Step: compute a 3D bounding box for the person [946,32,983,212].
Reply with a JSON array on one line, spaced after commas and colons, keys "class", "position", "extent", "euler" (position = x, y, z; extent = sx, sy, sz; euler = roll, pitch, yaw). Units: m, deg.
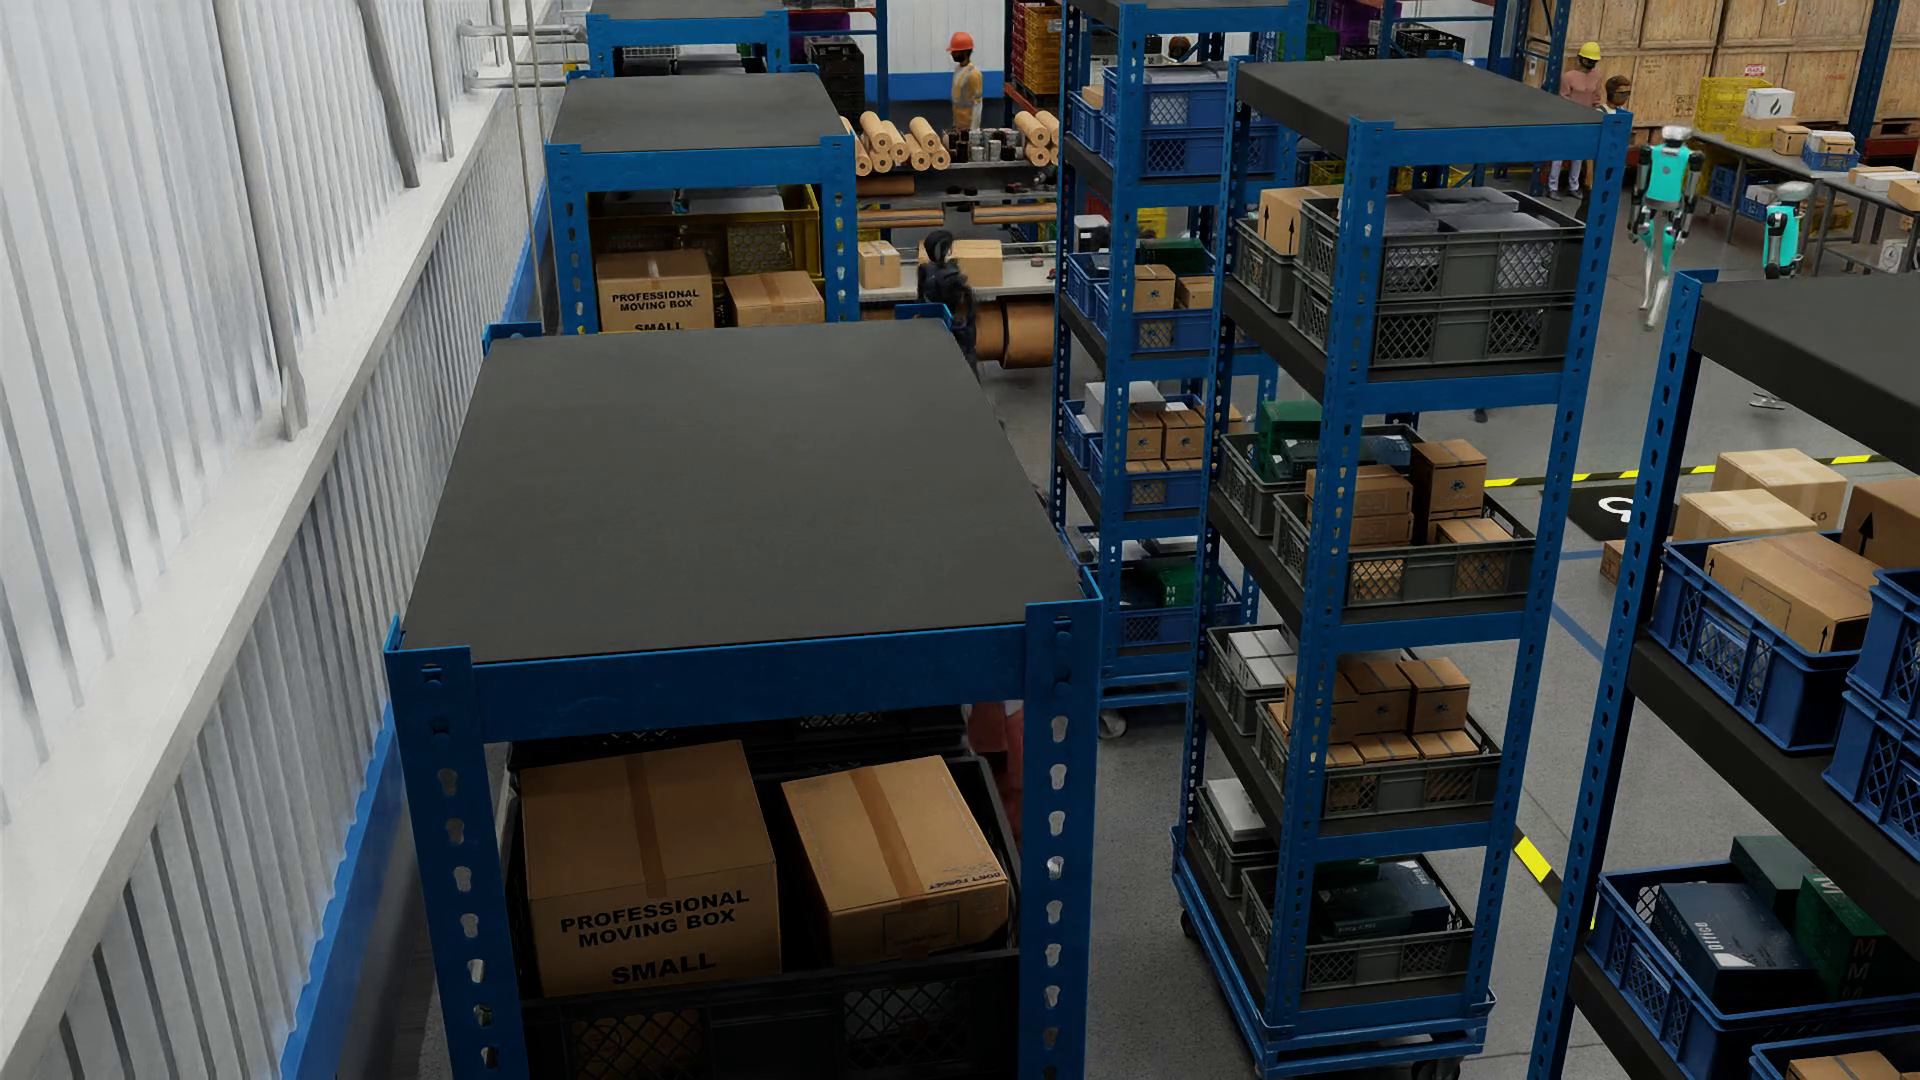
[{"class": "person", "position": [0.047, -4.586, 18.276], "extent": [0.372, 1.934, 0.545], "euler": [-11, 27, -22]}]

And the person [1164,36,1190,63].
[{"class": "person", "position": [2.398, -4.696, 18.631], "extent": [0.429, 1.839, 0.622], "euler": [-7, 26, -15]}]

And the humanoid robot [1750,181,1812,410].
[{"class": "humanoid robot", "position": [6.204, -1.769, 12.232], "extent": [0.735, 1.672, 0.533], "euler": [16, 29, 31]}]

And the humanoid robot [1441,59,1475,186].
[{"class": "humanoid robot", "position": [5.195, -4.336, 17.958], "extent": [0.565, 1.758, 0.854], "euler": [-7, 26, -15]}]

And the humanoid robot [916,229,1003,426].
[{"class": "humanoid robot", "position": [-0.047, -1.409, 11.769], "extent": [0.817, 1.643, 0.612], "euler": [-22, 33, -40]}]

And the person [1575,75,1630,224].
[{"class": "person", "position": [6.269, -3.612, 16.281], "extent": [0.505, 1.838, 0.339], "euler": [-21, 32, -38]}]

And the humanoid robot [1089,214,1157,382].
[{"class": "humanoid robot", "position": [1.246, -1.847, 12.633], "extent": [0.583, 1.639, 0.465], "euler": [7, 26, 15]}]

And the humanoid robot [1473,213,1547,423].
[{"class": "humanoid robot", "position": [4.042, -1.709, 12.356], "extent": [0.519, 1.640, 0.587], "euler": [-19, 31, -35]}]

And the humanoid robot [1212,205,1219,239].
[{"class": "humanoid robot", "position": [2.686, -3.873, 17.018], "extent": [0.550, 1.765, 1.044], "euler": [1, 25, 1]}]

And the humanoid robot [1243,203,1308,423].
[{"class": "humanoid robot", "position": [2.428, -1.679, 12.231], "extent": [0.855, 1.798, 0.546], "euler": [-13, 28, -26]}]

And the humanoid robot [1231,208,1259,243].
[{"class": "humanoid robot", "position": [2.607, -2.683, 14.448], "extent": [0.600, 1.650, 0.343], "euler": [18, 30, 34]}]

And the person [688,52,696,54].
[{"class": "person", "position": [-2.593, -3.839, 16.611], "extent": [0.610, 1.983, 1.077], "euler": [-5, 25, -11]}]

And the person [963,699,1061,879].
[{"class": "person", "position": [0.198, 0.682, 6.897], "extent": [0.534, 1.879, 0.613], "euler": [0, 25, 0]}]

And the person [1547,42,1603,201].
[{"class": "person", "position": [6.969, -4.717, 18.771], "extent": [0.522, 1.761, 0.337], "euler": [-6, 25, -13]}]

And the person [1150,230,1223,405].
[{"class": "person", "position": [1.462, -1.096, 10.792], "extent": [0.587, 1.848, 0.398], "euler": [-4, 25, -8]}]

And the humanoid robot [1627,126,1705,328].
[{"class": "humanoid robot", "position": [6.146, -2.755, 14.539], "extent": [0.541, 1.768, 0.901], "euler": [16, 29, 30]}]
